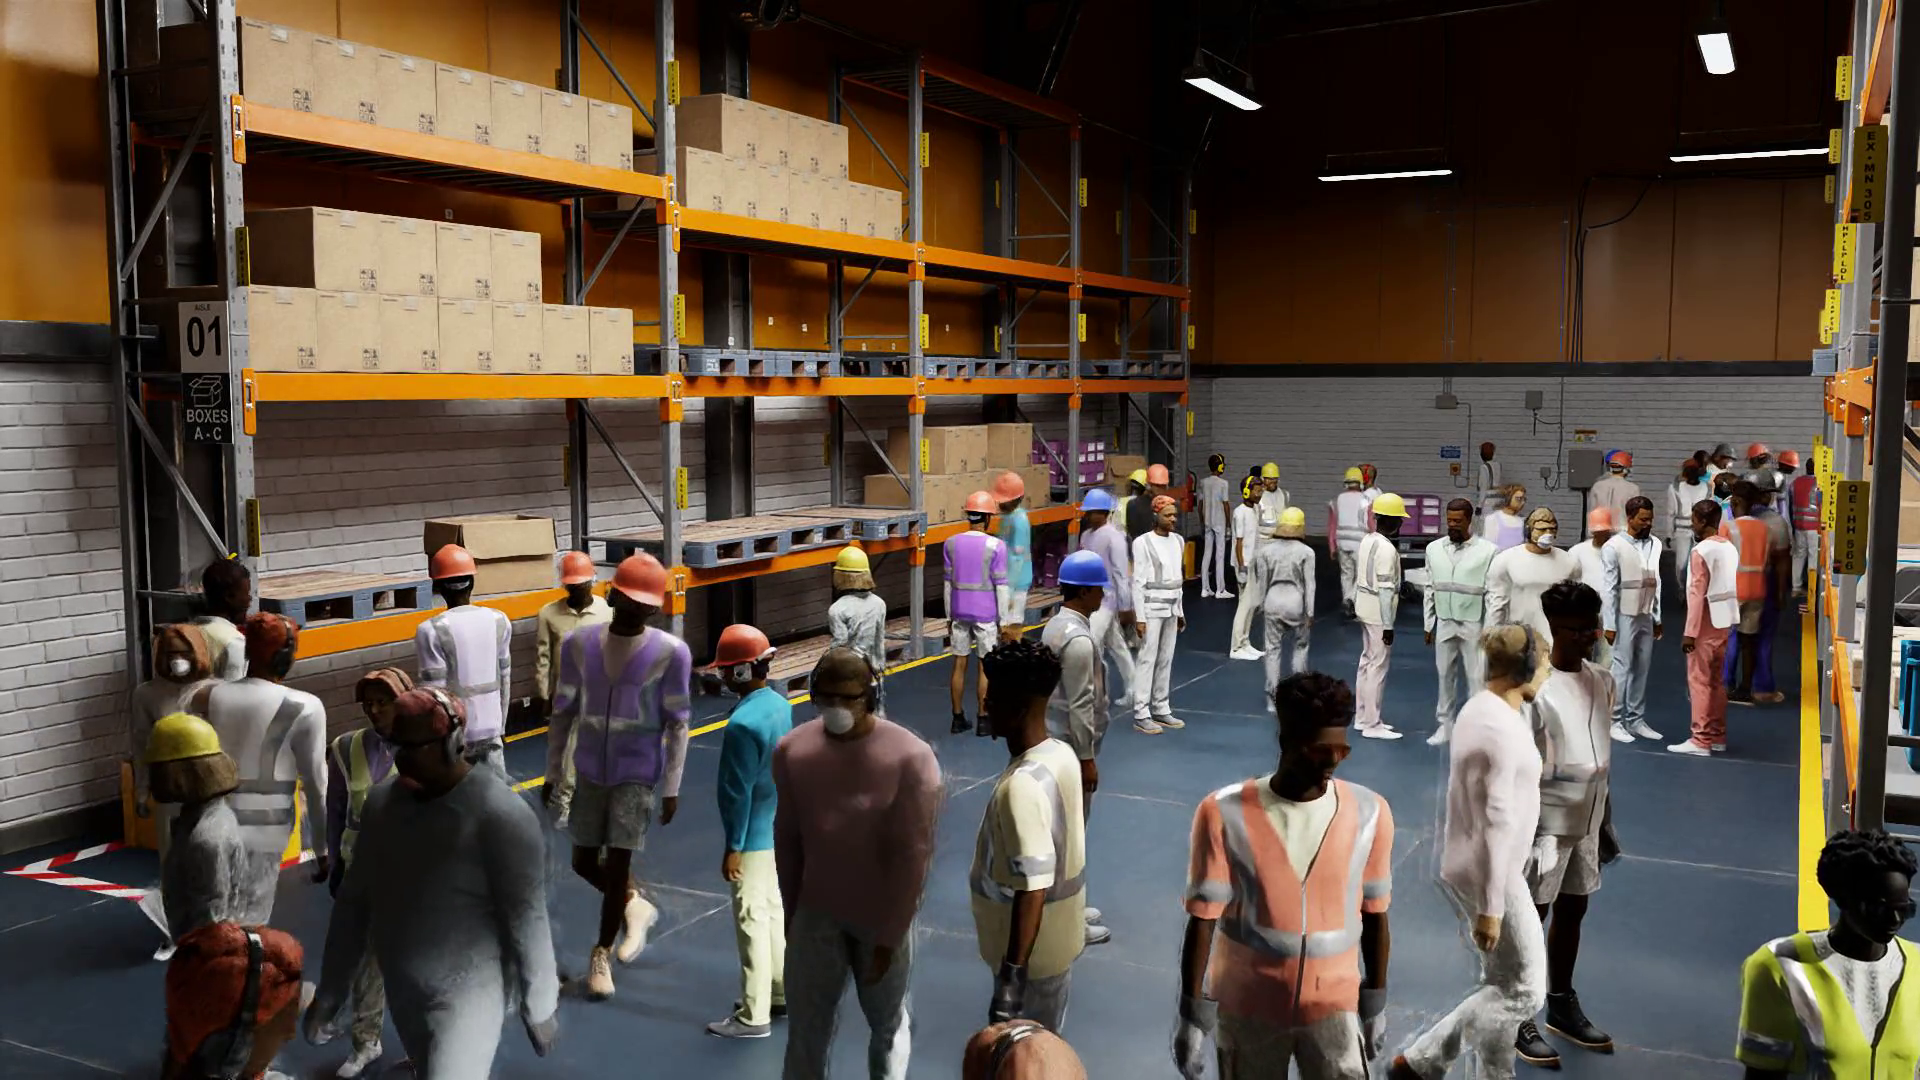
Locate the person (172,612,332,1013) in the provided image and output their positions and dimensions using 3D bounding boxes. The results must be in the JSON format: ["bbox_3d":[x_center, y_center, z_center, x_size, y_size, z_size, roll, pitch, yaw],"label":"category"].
[{"bbox_3d":[-2.841,1.211,6.769,0.580,1.826,0.996,1,5,8],"label":"person"}]

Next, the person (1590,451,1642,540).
[{"bbox_3d":[7.692,-0.045,19.488,0.414,1.986,0.637,-5,7,-43],"label":"person"}]

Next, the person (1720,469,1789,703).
[{"bbox_3d":[6.945,0.384,14.539,0.535,2.000,0.684,-3,6,-31],"label":"person"}]

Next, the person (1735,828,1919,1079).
[{"bbox_3d":[2.191,1.530,4.137,0.546,1.689,0.325,0,5,3],"label":"person"}]

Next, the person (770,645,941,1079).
[{"bbox_3d":[-0.394,1.295,5.534,0.626,1.887,0.979,2,6,16],"label":"person"}]

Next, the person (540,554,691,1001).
[{"bbox_3d":[-1.561,1.051,7.618,0.681,1.998,0.653,1,5,9],"label":"person"}]

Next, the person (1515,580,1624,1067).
[{"bbox_3d":[2.476,1.139,6.831,0.636,1.963,0.367,-3,6,-29],"label":"person"}]

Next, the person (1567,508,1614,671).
[{"bbox_3d":[5.474,0.581,14.244,0.572,1.712,0.611,1,5,9],"label":"person"}]

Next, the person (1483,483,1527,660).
[{"bbox_3d":[5.340,0.340,16.303,0.520,1.803,0.855,-1,5,-10],"label":"person"}]

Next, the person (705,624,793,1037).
[{"bbox_3d":[-0.897,1.226,7.106,0.355,1.737,0.576,1,5,12],"label":"person"}]

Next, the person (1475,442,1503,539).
[{"bbox_3d":[8.085,-0.554,25.477,0.354,1.883,0.572,5,7,44],"label":"person"}]

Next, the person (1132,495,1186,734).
[{"bbox_3d":[1.586,0.585,13.217,0.337,1.882,0.584,5,7,45],"label":"person"}]

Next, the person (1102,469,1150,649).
[{"bbox_3d":[1.790,0.199,17.403,0.644,1.877,0.496,0,5,-5],"label":"person"}]

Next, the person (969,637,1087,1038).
[{"bbox_3d":[0.211,1.285,5.270,0.361,1.957,0.617,1,5,14],"label":"person"}]

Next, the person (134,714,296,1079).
[{"bbox_3d":[-2.342,1.400,5.406,0.796,1.702,0.530,-3,6,-28],"label":"person"}]

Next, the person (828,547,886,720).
[{"bbox_3d":[-0.665,0.912,10.449,0.319,1.743,0.488,4,7,38],"label":"person"}]

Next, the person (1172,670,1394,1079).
[{"bbox_3d":[0.927,1.340,4.767,0.678,1.950,0.512,0,5,0],"label":"person"}]

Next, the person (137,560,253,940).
[{"bbox_3d":[-3.729,1.050,8.143,0.608,1.900,0.579,5,7,41],"label":"person"}]

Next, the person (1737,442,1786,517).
[{"bbox_3d":[10.114,-0.217,21.071,0.614,2.043,0.398,0,5,2],"label":"person"}]

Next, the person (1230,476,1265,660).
[{"bbox_3d":[2.889,0.279,16.698,0.327,1.853,0.526,2,6,24],"label":"person"}]

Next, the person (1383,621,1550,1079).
[{"bbox_3d":[1.904,1.242,6.015,0.522,1.909,0.663,1,5,15],"label":"person"}]

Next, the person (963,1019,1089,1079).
[{"bbox_3d":[0.144,1.662,2.935,0.523,1.634,0.316,-1,5,-15],"label":"person"}]

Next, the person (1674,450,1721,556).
[{"bbox_3d":[9.788,-0.241,22.079,0.590,1.888,0.766,2,6,18],"label":"person"}]

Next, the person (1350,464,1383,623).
[{"bbox_3d":[4.741,0.042,19.254,0.388,1.847,0.563,3,6,27],"label":"person"}]

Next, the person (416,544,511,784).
[{"bbox_3d":[-2.586,0.987,8.632,0.376,1.933,0.544,4,7,39],"label":"person"}]

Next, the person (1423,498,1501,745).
[{"bbox_3d":[3.796,0.631,12.613,0.584,1.911,0.392,4,7,40],"label":"person"}]

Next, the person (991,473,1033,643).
[{"bbox_3d":[0.441,0.402,14.660,0.388,2.000,0.712,0,5,-5],"label":"person"}]

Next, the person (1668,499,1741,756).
[{"bbox_3d":[5.600,0.650,12.418,0.599,1.908,0.396,-5,7,-44],"label":"person"}]

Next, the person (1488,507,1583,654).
[{"bbox_3d":[3.953,0.731,11.442,0.635,1.932,0.363,0,5,2],"label":"person"}]

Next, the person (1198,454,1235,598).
[{"bbox_3d":[3.314,-0.178,21.505,0.329,1.872,0.507,-5,7,-43],"label":"person"}]

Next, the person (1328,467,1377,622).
[{"bbox_3d":[4.510,0.068,19.184,0.607,1.811,0.586,4,7,40],"label":"person"}]

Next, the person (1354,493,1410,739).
[{"bbox_3d":[3.295,0.590,12.995,0.397,1.918,0.588,0,5,0],"label":"person"}]

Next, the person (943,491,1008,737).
[{"bbox_3d":[0.138,0.581,13.075,0.548,1.925,0.392,3,6,26],"label":"person"}]

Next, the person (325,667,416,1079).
[{"bbox_3d":[-2.265,1.318,6.629,0.514,1.641,0.308,0,5,1],"label":"person"}]

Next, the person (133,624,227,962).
[{"bbox_3d":[-3.678,1.203,7.965,0.510,1.628,0.286,-1,5,-8],"label":"person"}]

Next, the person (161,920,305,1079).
[{"bbox_3d":[-1.297,1.558,2.849,0.613,1.869,0.402,1,5,8],"label":"person"}]

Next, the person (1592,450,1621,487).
[{"bbox_3d":[8.291,-0.182,21.196,0.416,1.939,0.604,-1,5,-10],"label":"person"}]

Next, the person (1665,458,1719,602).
[{"bbox_3d":[9.007,-0.079,20.423,0.651,1.871,0.524,2,6,21],"label":"person"}]

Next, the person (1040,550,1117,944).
[{"bbox_3d":[0.572,1.018,8.280,0.414,1.939,0.611,0,5,-5],"label":"person"}]

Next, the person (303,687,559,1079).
[{"bbox_3d":[-1.599,1.367,4.918,0.668,1.859,0.948,3,6,30],"label":"person"}]

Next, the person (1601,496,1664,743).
[{"bbox_3d":[5.194,0.608,12.875,0.598,1.907,0.409,-3,6,-30],"label":"person"}]

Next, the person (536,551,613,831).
[{"bbox_3d":[-2.326,0.930,10.259,0.567,1.742,0.354,0,5,-2],"label":"person"}]

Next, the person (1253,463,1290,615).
[{"bbox_3d":[3.708,-0.016,19.949,0.601,1.830,0.404,-2,6,-17],"label":"person"}]

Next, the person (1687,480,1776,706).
[{"bbox_3d":[6.640,0.458,14.263,0.619,1.948,0.487,-1,5,-13],"label":"person"}]

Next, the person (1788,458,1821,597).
[{"bbox_3d":[10.955,-0.152,21.378,0.429,1.841,0.634,-2,6,-16],"label":"person"}]

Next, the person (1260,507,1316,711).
[{"bbox_3d":[2.776,0.583,14.103,0.510,1.719,0.578,3,6,27],"label":"person"}]

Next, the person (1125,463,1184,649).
[{"bbox_3d":[1.953,0.206,16.784,0.628,1.974,0.533,-1,5,-7],"label":"person"}]
